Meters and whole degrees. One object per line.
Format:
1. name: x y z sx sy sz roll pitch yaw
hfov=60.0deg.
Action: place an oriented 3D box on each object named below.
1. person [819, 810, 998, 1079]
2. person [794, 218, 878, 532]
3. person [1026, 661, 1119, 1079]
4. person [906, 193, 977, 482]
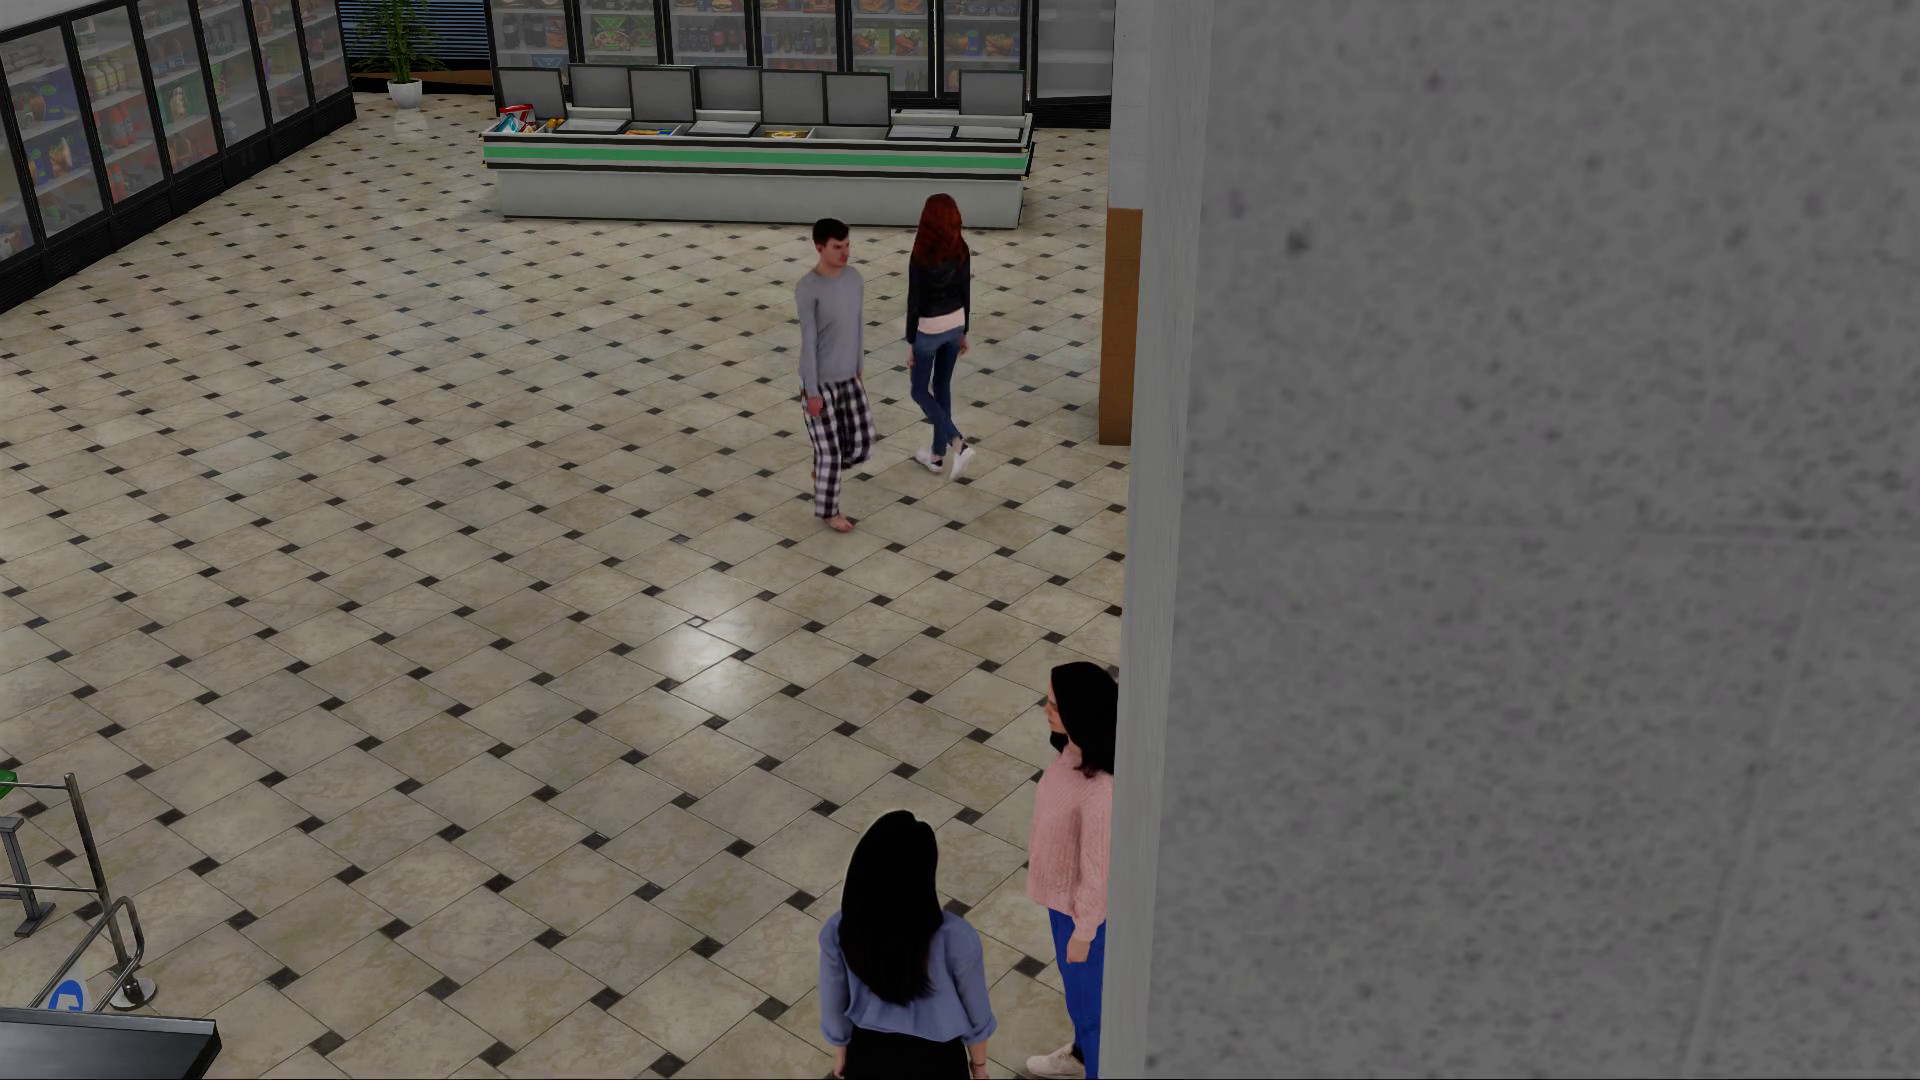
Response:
1. person: -0.154 1.498 4.679 0.497 1.743 0.715 4 27 8
2. person: -0.790 -0.935 9.378 0.842 1.832 0.902 -22 34 -37
3. person: 0.394 1.157 5.325 0.585 1.767 0.678 -1 27 -3
4. person: -0.083 -1.150 9.868 0.986 1.772 0.982 -15 31 -28
